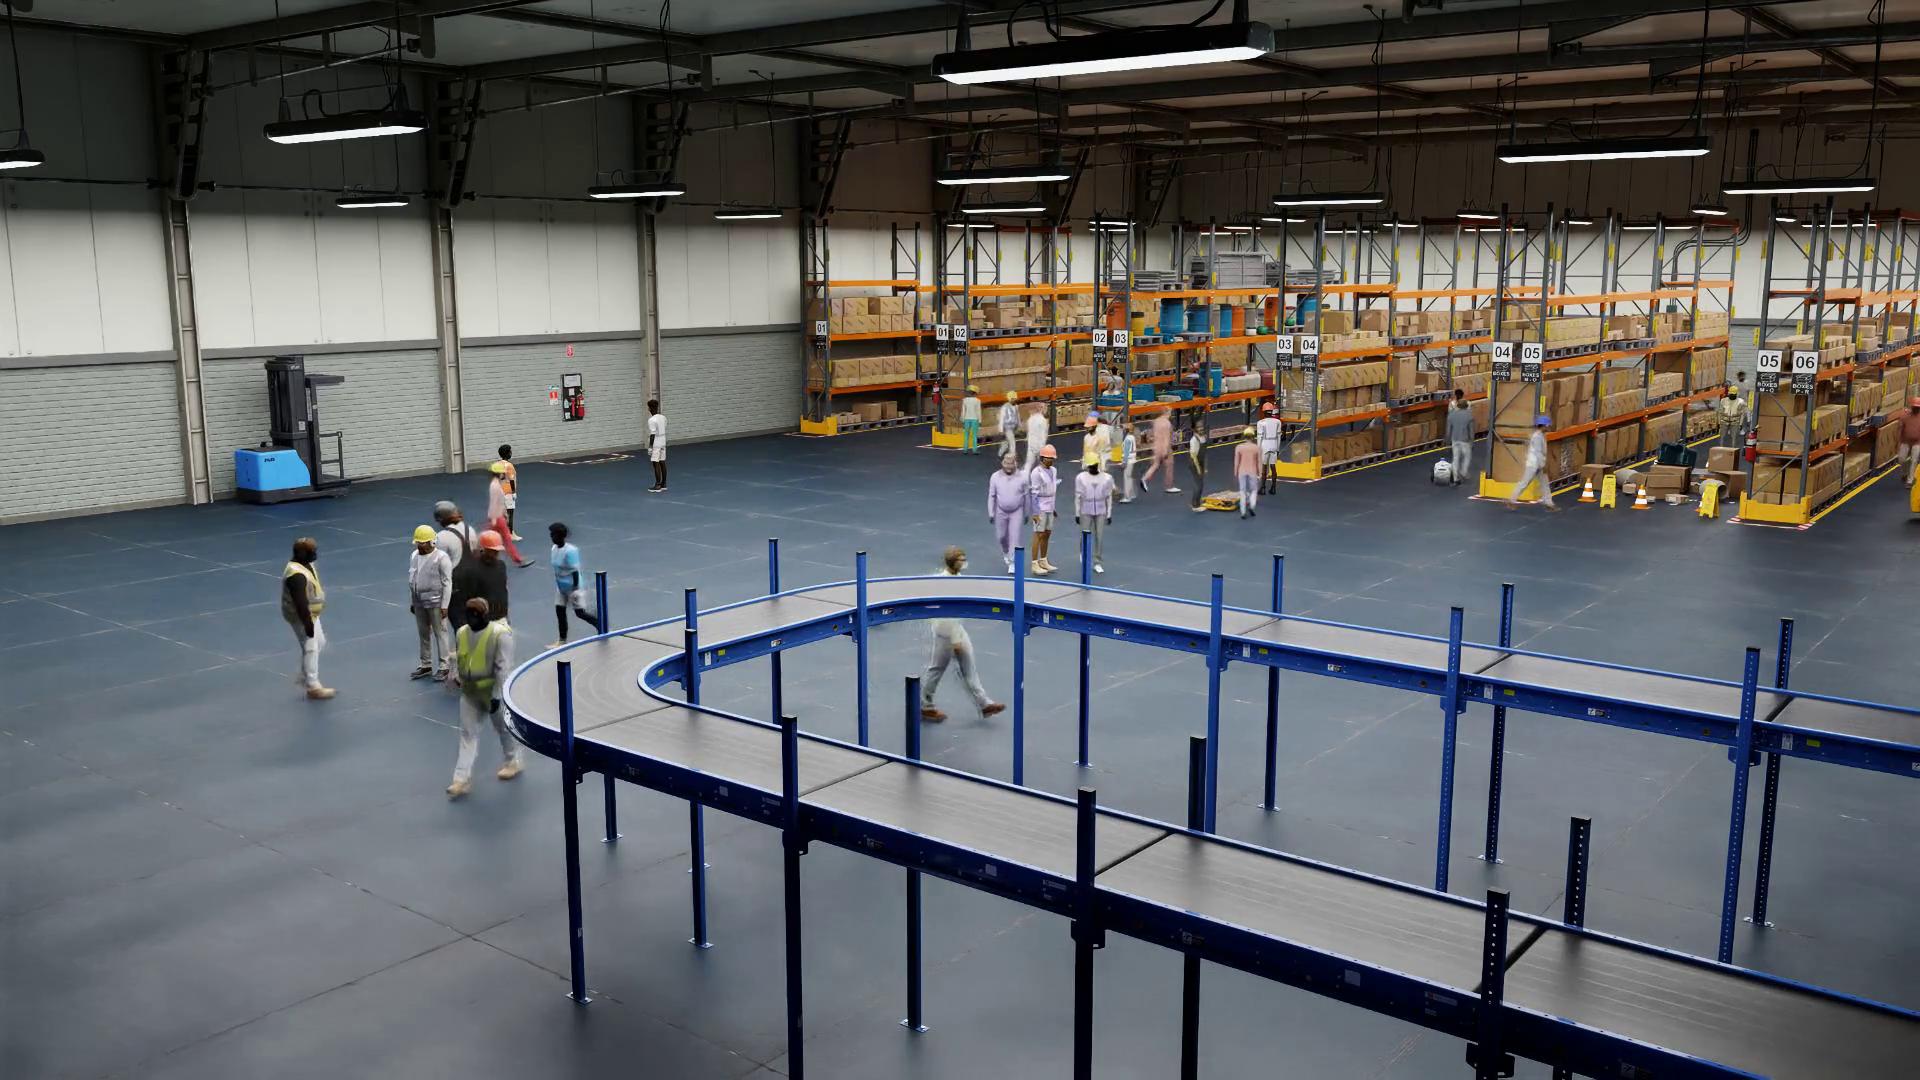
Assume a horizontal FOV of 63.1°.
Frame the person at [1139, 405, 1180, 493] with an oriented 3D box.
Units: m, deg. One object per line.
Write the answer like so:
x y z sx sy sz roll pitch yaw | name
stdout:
4.237 -1.925 33.021 0.854 1.878 0.650 -4 11 -22 | person

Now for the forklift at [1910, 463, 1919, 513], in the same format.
19.034 -1.348 28.998 2.313 2.155 1.214 8 13 37 | forklift

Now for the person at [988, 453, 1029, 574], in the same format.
0.780 -0.451 24.735 0.644 1.884 0.728 2 10 9 | person

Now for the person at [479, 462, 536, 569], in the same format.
-7.220 -0.371 24.696 0.910 1.712 0.553 -3 11 -17 | person

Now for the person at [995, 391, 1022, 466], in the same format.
1.162 -2.704 37.640 0.841 1.802 0.605 8 13 39 | person

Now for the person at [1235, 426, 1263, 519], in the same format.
5.481 -1.278 29.737 0.538 1.753 0.395 3 10 15 | person

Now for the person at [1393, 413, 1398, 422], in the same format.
13.181 -4.524 47.602 0.652 1.888 0.725 4 11 22 | person

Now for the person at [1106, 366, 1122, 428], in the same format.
4.464 -4.115 45.362 0.519 1.873 0.335 2 10 13 | person

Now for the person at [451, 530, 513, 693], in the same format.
-5.275 0.836 17.300 0.917 1.954 0.671 5 11 28 | person

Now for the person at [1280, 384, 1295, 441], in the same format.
8.968 -3.661 42.612 0.546 1.939 0.375 8 13 37 | person

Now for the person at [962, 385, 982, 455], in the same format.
0.295 -3.038 39.669 0.610 1.747 0.343 6 12 31 | person

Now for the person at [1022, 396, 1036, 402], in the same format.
2.080 -4.385 46.716 0.586 1.930 0.357 8 13 40 | person

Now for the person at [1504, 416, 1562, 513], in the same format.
11.193 -1.482 30.501 1.046 1.898 0.599 7 12 35 | person

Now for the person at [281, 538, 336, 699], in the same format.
-7.323 0.867 17.468 0.580 1.828 0.687 -3 10 -14 | person

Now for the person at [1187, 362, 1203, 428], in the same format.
6.961 -4.266 46.065 0.586 1.918 0.623 5 11 28 | person

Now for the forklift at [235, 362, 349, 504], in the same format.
-13.803 -2.244 32.110 1.129 2.768 1.873 8 13 37 | forklift

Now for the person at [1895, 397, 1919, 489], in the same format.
20.542 -2.106 33.738 0.649 1.978 0.496 7 12 36 | person

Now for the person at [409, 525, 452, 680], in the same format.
-6.202 0.721 18.264 0.587 1.828 0.404 5 11 24 | person

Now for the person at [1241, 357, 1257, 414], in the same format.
9.305 -4.992 50.481 0.533 1.818 0.989 5 11 25 | person

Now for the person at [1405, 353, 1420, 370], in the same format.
14.699 -5.130 50.931 0.686 1.925 0.953 0 10 2 | person

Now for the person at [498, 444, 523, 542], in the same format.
-7.911 -0.824 27.331 0.318 1.697 0.535 -10 14 -44 | person

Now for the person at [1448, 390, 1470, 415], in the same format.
12.671 -3.008 39.771 0.535 1.644 0.899 5 11 24 | person

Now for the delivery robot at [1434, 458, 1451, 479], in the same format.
10.661 -1.564 34.549 0.477 0.478 0.707 3 11 18 | delivery robot

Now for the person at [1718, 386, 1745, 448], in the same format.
19.030 -2.898 38.647 0.588 1.823 0.403 6 12 30 | person

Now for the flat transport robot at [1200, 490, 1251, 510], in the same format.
5.357 -0.801 31.330 0.652 0.197 1.431 6 12 31 | flat transport robot

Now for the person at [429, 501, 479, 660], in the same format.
-6.228 0.472 19.184 0.541 2.000 0.758 3 11 17 | person

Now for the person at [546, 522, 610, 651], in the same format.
-4.803 0.569 19.596 0.724 1.665 0.554 -8 13 -40 | person

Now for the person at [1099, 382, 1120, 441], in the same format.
4.084 -3.505 42.678 0.532 1.596 0.835 4 11 20 | person

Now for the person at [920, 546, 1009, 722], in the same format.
0.003 1.005 16.477 0.995 1.890 0.656 3 11 18 | person

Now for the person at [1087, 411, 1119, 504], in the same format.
2.848 -1.661 31.494 0.584 1.895 0.656 6 12 32 | person

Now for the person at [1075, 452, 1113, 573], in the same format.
2.100 -0.440 24.600 0.581 1.899 0.447 0 10 -1 | person

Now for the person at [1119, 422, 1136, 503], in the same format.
3.416 -1.566 31.673 0.310 1.639 0.533 2 10 12 | person

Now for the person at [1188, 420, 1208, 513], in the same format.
4.640 -1.432 30.421 0.396 1.819 0.538 6 12 32 | person

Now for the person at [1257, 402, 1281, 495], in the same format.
6.454 -1.920 32.822 0.544 1.937 0.358 -3 11 -16 | person

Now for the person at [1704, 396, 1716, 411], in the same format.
21.965 -4.231 45.897 0.642 1.913 0.553 6 12 32 | person

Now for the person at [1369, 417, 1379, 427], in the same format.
11.594 -3.847 43.813 0.649 1.894 1.026 9 13 40 | person

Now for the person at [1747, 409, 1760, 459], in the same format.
19.829 -2.955 38.798 0.572 1.883 0.358 7 12 33 | person

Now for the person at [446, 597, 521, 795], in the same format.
-4.430 1.415 14.493 0.627 1.791 0.943 3 11 17 | person

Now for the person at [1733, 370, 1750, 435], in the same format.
22.055 -3.892 44.206 0.582 1.832 0.588 0 10 -2 | person

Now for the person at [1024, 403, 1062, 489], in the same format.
1.743 -2.021 33.634 1.004 1.840 0.629 -7 12 -34 | person

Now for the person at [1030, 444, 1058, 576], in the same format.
1.351 -0.483 24.445 0.398 2.037 0.610 7 12 36 | person

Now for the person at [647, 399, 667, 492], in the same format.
-6.459 -2.011 33.271 0.380 1.958 0.601 3 11 19 | person

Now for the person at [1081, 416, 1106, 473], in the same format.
2.533 -1.420 30.044 0.417 1.917 0.575 -7 12 -33 | person

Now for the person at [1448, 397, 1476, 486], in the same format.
10.968 -2.158 34.190 0.647 1.921 0.548 8 13 38 | person
